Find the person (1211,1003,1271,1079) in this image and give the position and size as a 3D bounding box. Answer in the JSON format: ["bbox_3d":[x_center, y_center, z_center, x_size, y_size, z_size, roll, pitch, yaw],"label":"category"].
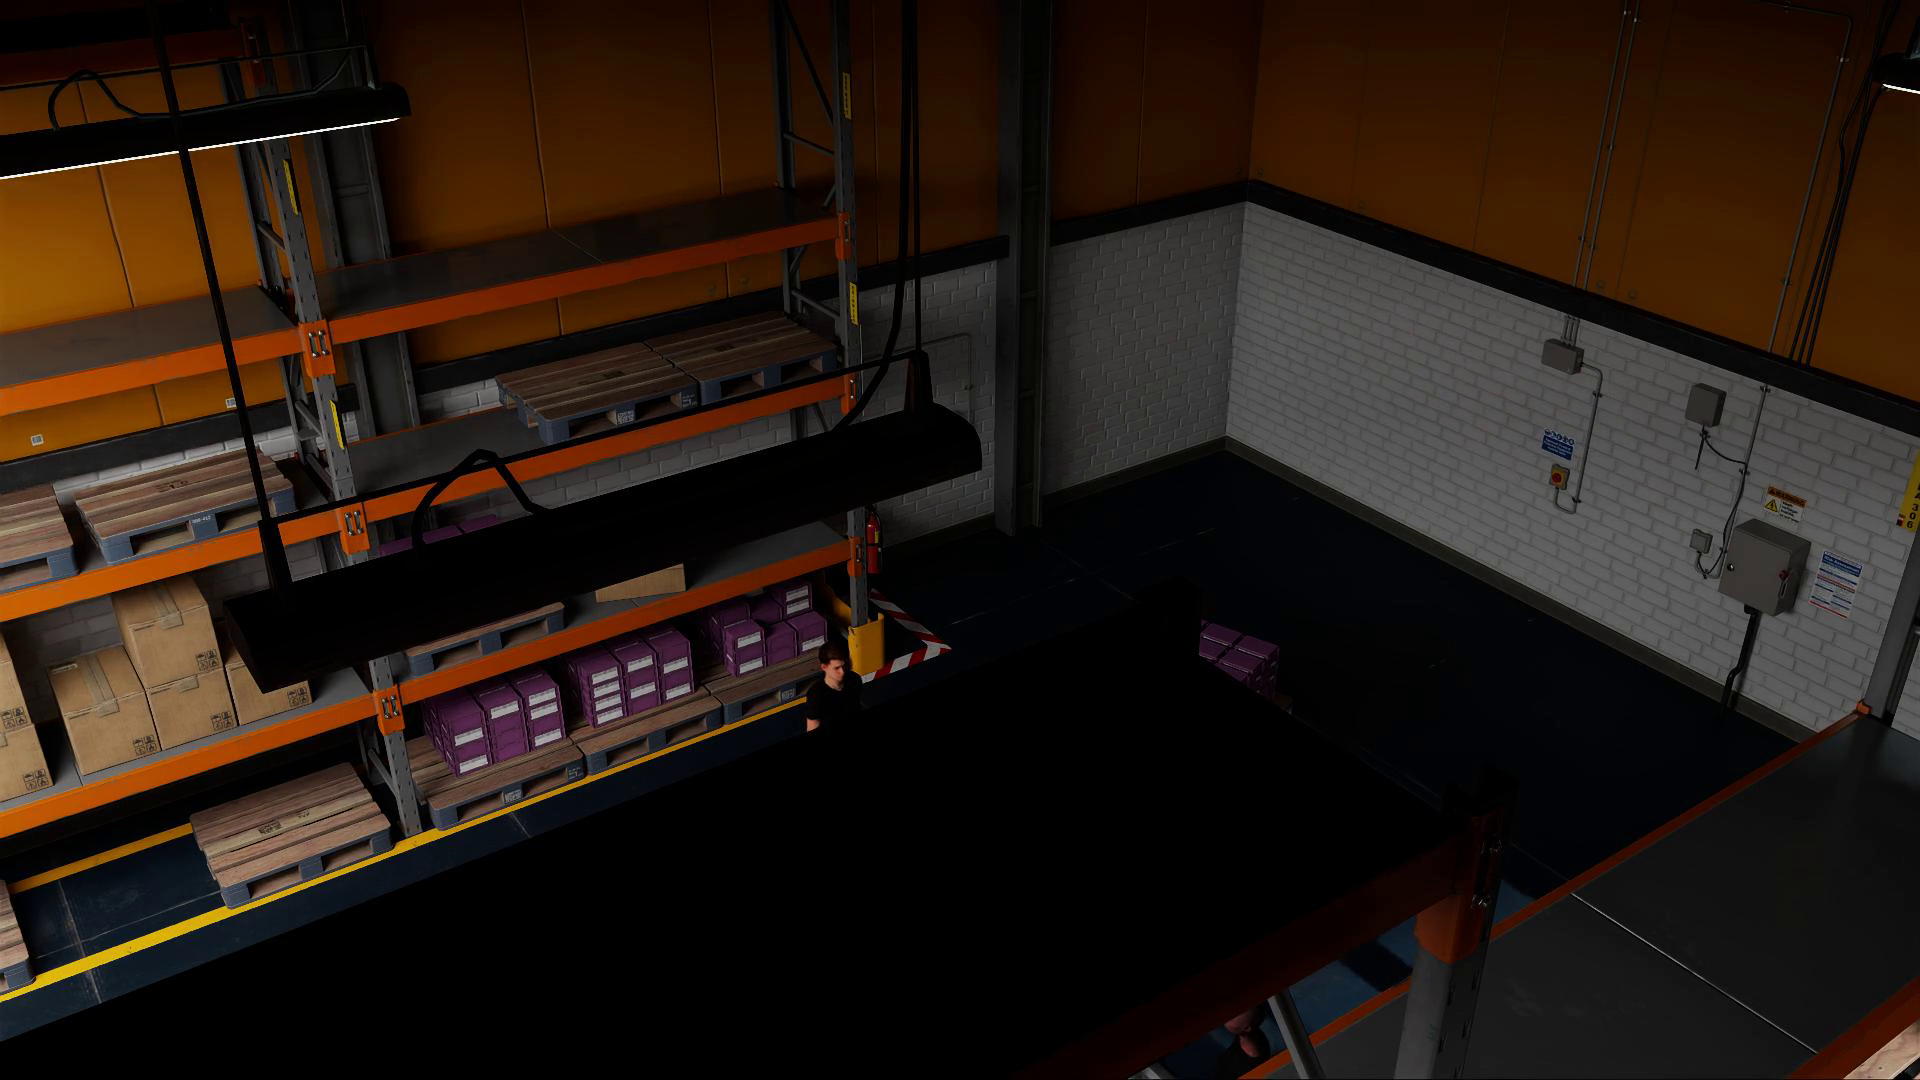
[{"bbox_3d":[1.536,3.148,9.036,0.717,1.748,0.686,0,29,-1],"label":"person"}]

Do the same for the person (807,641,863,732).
[{"bbox_3d":[-0.871,1.515,11.912,0.790,1.861,0.578,25,37,37],"label":"person"}]
